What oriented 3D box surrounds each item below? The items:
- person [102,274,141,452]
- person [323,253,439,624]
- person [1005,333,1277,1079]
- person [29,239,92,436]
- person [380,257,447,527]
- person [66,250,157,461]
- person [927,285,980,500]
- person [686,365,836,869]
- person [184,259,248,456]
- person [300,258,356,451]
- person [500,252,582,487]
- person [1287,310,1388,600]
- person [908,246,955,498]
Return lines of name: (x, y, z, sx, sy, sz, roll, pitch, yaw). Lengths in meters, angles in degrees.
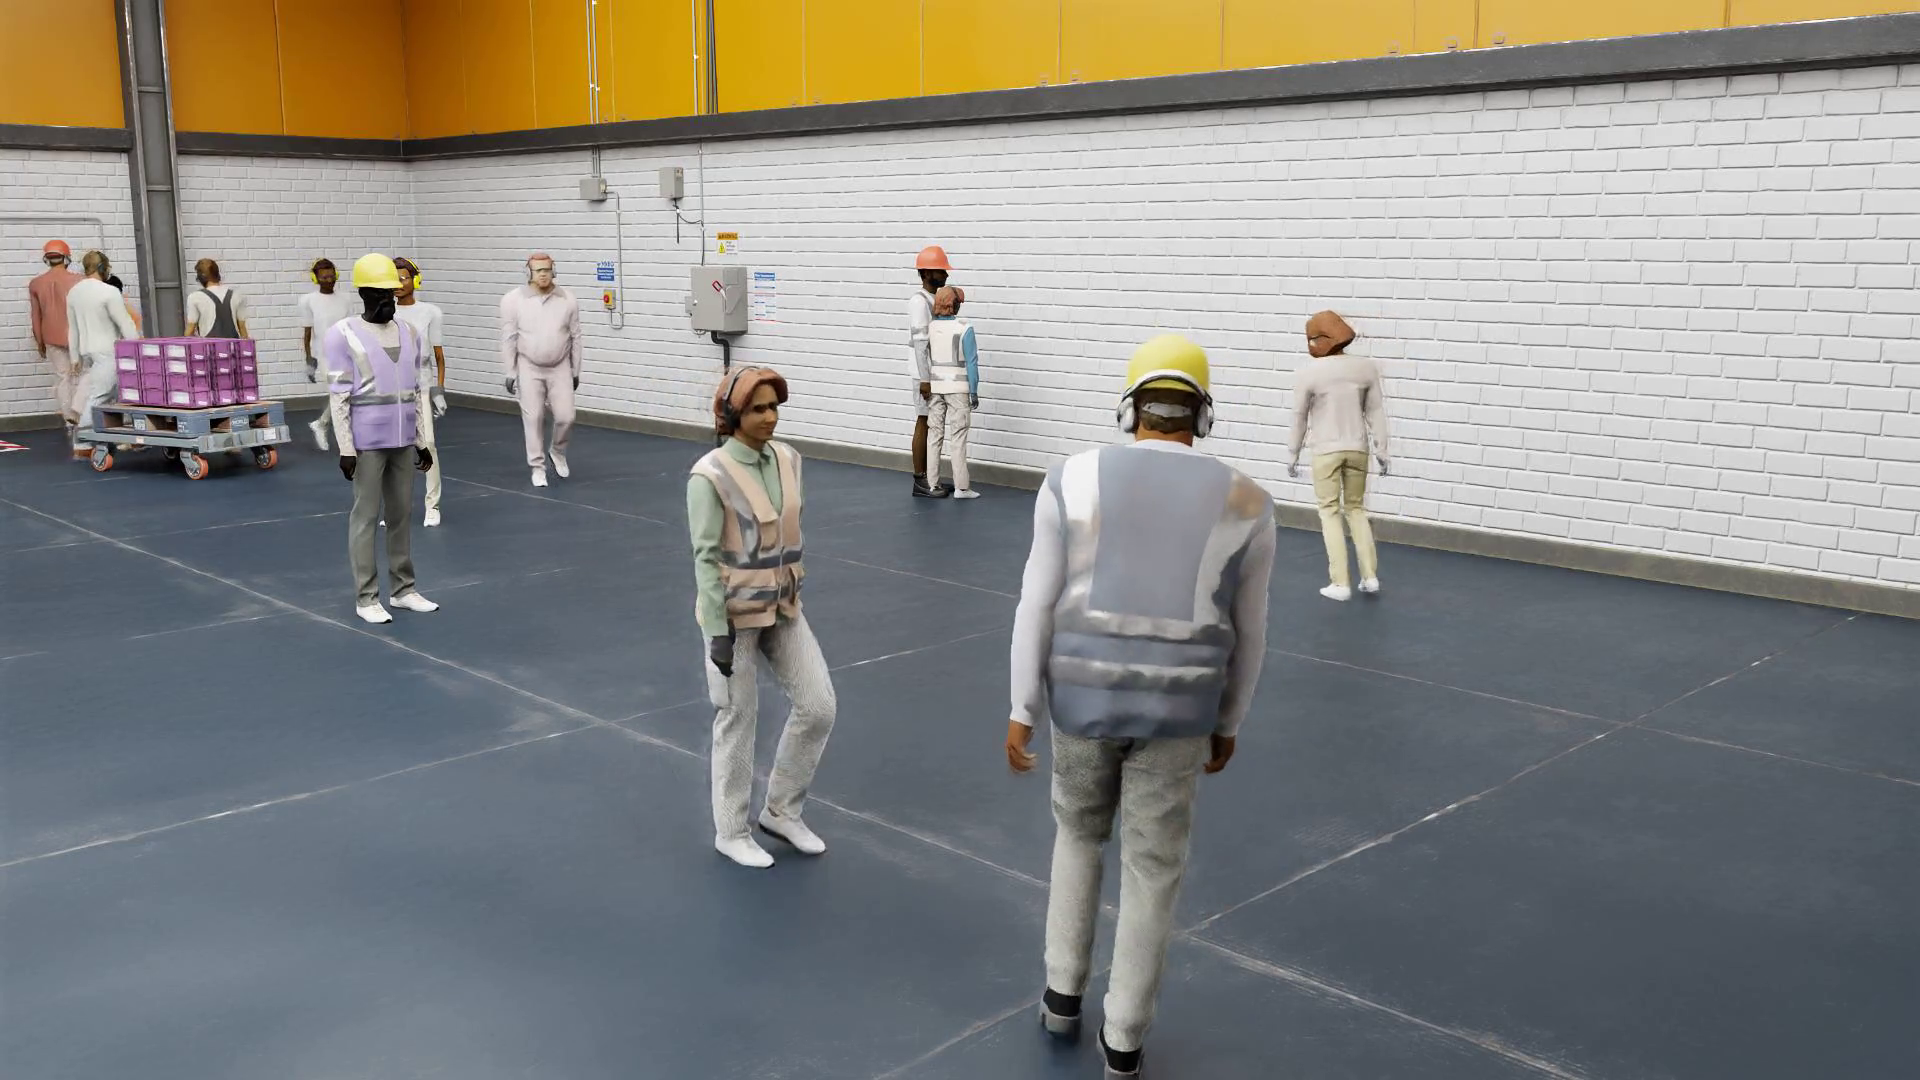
person: (-7.809, -1.669, 15.628, 0.529, 1.677, 0.485, 8, 13, 37)
person: (-3.039, -0.536, 8.777, 0.364, 1.927, 0.587, 6, 12, 29)
person: (0.438, 0.395, 4.073, 0.623, 1.792, 0.599, 1, 10, 7)
person: (-9.016, -2.033, 16.776, 0.648, 1.982, 0.414, -1, 10, -3)
person: (-3.828, -1.020, 11.567, 0.520, 1.874, 0.327, 0, 10, 1)
person: (-7.751, -1.676, 15.133, 0.644, 1.889, 0.996, 6, 12, 30)
person: (-0.082, -1.124, 12.769, 0.514, 1.641, 0.307, 7, 12, 32)
person: (-0.615, 0.262, 5.262, 0.473, 1.617, 0.539, 7, 13, 34)
person: (-6.928, -1.694, 15.448, 0.899, 1.792, 0.510, 8, 13, 38)
person: (-5.771, -1.671, 15.252, 0.834, 1.827, 0.559, 10, 14, 43)
person: (-3.366, -1.372, 13.447, 0.649, 1.893, 0.443, -5, 11, -23)
person: (2.098, -0.473, 9.285, 0.518, 1.605, 0.438, -2, 11, -11)
person: (-0.218, -1.300, 12.913, 0.357, 1.938, 0.543, 2, 11, 10)
